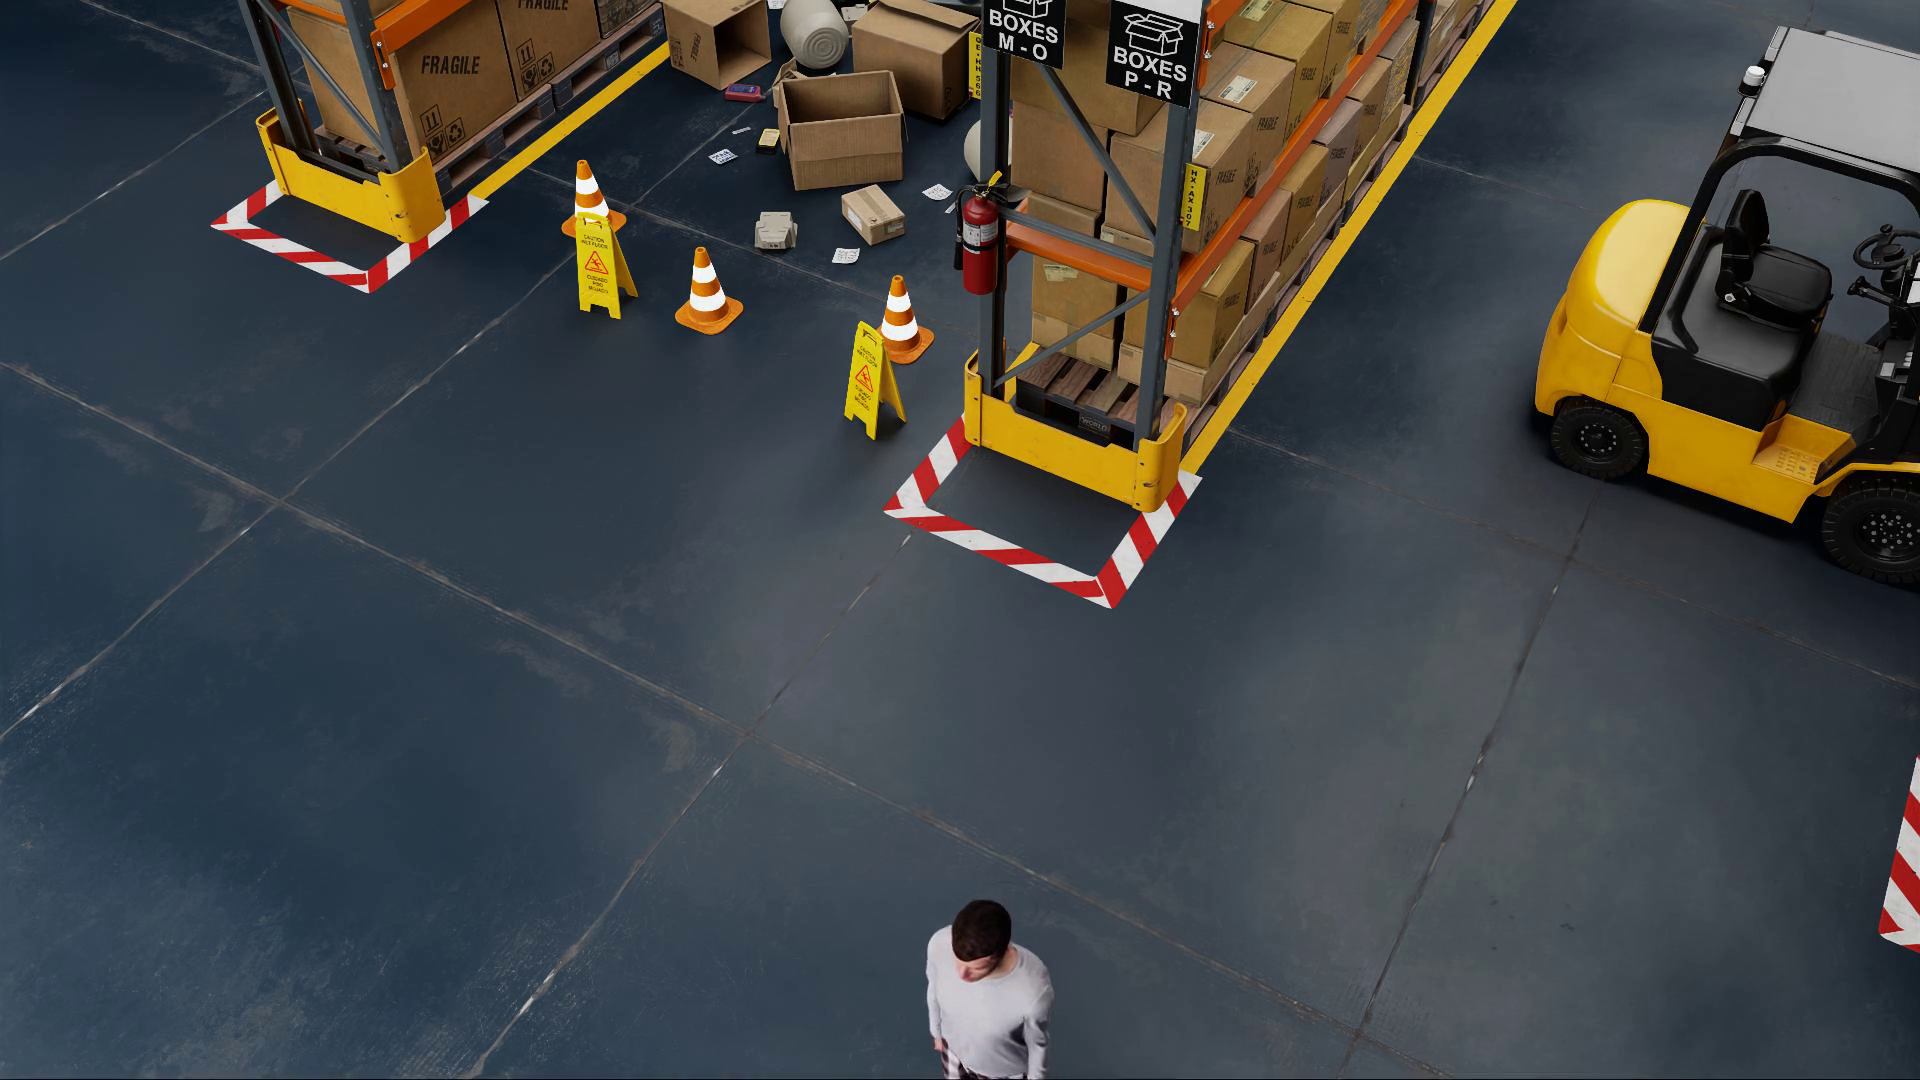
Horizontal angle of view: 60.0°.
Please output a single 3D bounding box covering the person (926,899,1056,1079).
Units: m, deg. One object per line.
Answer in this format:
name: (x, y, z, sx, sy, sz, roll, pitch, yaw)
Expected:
person: (0.126, 1.716, 5.733, 0.611, 1.837, 0.582, 23, 51, 20)
